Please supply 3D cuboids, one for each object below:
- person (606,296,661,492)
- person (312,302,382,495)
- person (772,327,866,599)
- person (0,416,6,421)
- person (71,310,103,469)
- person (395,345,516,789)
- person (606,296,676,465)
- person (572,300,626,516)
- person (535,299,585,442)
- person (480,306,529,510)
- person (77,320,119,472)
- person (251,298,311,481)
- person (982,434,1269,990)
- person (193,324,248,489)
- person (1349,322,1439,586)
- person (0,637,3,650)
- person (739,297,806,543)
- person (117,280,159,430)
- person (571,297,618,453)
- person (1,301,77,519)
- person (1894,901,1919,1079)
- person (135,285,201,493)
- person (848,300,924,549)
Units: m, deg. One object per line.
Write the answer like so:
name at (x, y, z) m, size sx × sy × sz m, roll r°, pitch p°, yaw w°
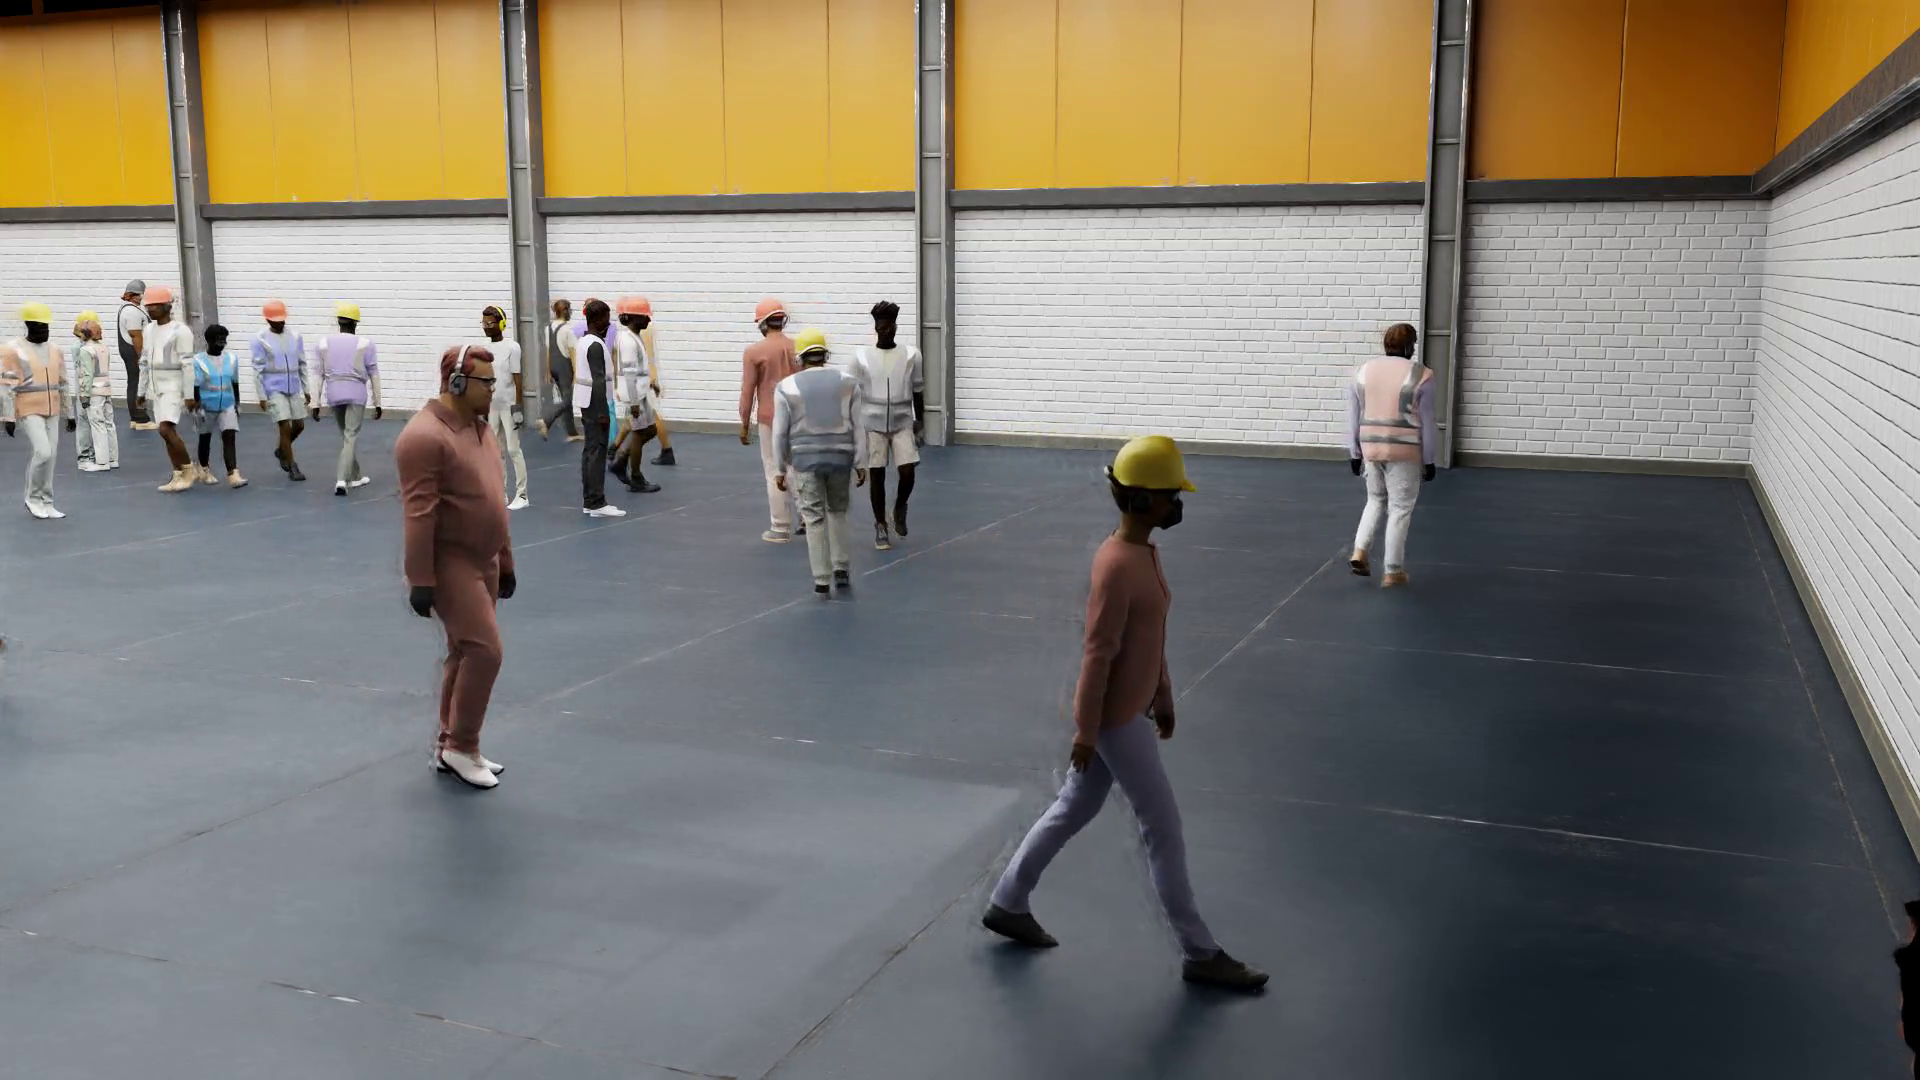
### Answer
person at (-3.175, -1.413, 16.230) m, size 0.460 × 1.925 × 0.553 m, roll -1°, pitch 9°, yaw -4°
person at (-6.019, -1.389, 16.317) m, size 0.629 × 1.869 × 1.001 m, roll 0°, pitch 9°, yaw 0°
person at (-0.955, -0.516, 11.187) m, size 0.618 × 1.799 × 0.585 m, roll -2°, pitch 10°, yaw -15°
person at (-13.944, -2.592, 23.654) m, size 0.627 × 1.844 × 0.429 m, roll 5°, pitch 11°, yaw 30°
person at (-9.503, -1.640, 18.212) m, size 0.344 × 1.733 × 0.479 m, roll 0°, pitch 9°, yaw 1°
person at (-2.078, 0.115, 7.109) m, size 0.548 × 1.882 × 0.659 m, roll 2°, pitch 10°, yaw 11°
person at (-3.648, -1.765, 18.528) m, size 1.045 × 1.871 × 0.558 m, roll 2°, pitch 10°, yaw 11°
person at (-3.237, -1.164, 14.779) m, size 0.392 × 1.916 × 0.591 m, roll -4°, pitch 10°, yaw -23°
person at (-5.001, -2.093, 20.725) m, size 0.514 × 1.820 × 0.767 m, roll 7°, pitch 12°, yaw 36°
person at (-4.184, -1.197, 15.173) m, size 0.506 × 1.858 × 0.329 m, roll 5°, pitch 11°, yaw 30°
person at (-9.335, -1.555, 17.984) m, size 0.307 × 1.636 × 0.525 m, roll 0°, pitch 9°, yaw -3°
person at (-7.056, -1.558, 17.231) m, size 0.662 × 1.895 × 0.590 m, roll 8°, pitch 12°, yaw 40°
person at (0.481, 0.518, 5.197) m, size 0.932 × 1.714 × 0.529 m, roll 2°, pitch 10°, yaw 13°
person at (-7.444, -1.337, 16.651) m, size 0.869 × 1.636 × 0.547 m, roll 9°, pitch 13°, yaw 43°
person at (3.009, -0.585, 11.530) m, size 0.624 × 1.832 × 0.429 m, roll 9°, pitch 13°, yaw 43°
person at (-5.370, -0.148, 8.445) m, size 0.740 × 1.974 × 0.624 m, roll 2°, pitch 10°, yaw 11°
person at (-1.474, -0.958, 13.385) m, size 0.615 × 1.972 × 0.483 m, roll -7°, pitch 12°, yaw -38°
person at (-11.159, -2.528, 22.662) m, size 0.536 × 2.000 × 0.681 m, roll -6°, pitch 11°, yaw -33°
person at (-4.282, -1.924, 19.589) m, size 0.564 × 1.847 × 0.396 m, roll -6°, pitch 11°, yaw -31°
person at (-8.012, -1.120, 14.512) m, size 0.438 × 1.909 × 0.608 m, roll 3°, pitch 10°, yaw 19°
person at (0.625, 1.105, 1.056) m, size 0.651 × 1.905 × 0.409 m, roll 1°, pitch 9°, yaw 4°
person at (-7.741, -1.456, 16.188) m, size 0.613 × 2.025 × 0.412 m, roll 6°, pitch 11°, yaw 31°
person at (-0.577, -0.896, 13.028) m, size 0.601 × 1.954 × 0.440 m, roll -1°, pitch 9°, yaw -7°
